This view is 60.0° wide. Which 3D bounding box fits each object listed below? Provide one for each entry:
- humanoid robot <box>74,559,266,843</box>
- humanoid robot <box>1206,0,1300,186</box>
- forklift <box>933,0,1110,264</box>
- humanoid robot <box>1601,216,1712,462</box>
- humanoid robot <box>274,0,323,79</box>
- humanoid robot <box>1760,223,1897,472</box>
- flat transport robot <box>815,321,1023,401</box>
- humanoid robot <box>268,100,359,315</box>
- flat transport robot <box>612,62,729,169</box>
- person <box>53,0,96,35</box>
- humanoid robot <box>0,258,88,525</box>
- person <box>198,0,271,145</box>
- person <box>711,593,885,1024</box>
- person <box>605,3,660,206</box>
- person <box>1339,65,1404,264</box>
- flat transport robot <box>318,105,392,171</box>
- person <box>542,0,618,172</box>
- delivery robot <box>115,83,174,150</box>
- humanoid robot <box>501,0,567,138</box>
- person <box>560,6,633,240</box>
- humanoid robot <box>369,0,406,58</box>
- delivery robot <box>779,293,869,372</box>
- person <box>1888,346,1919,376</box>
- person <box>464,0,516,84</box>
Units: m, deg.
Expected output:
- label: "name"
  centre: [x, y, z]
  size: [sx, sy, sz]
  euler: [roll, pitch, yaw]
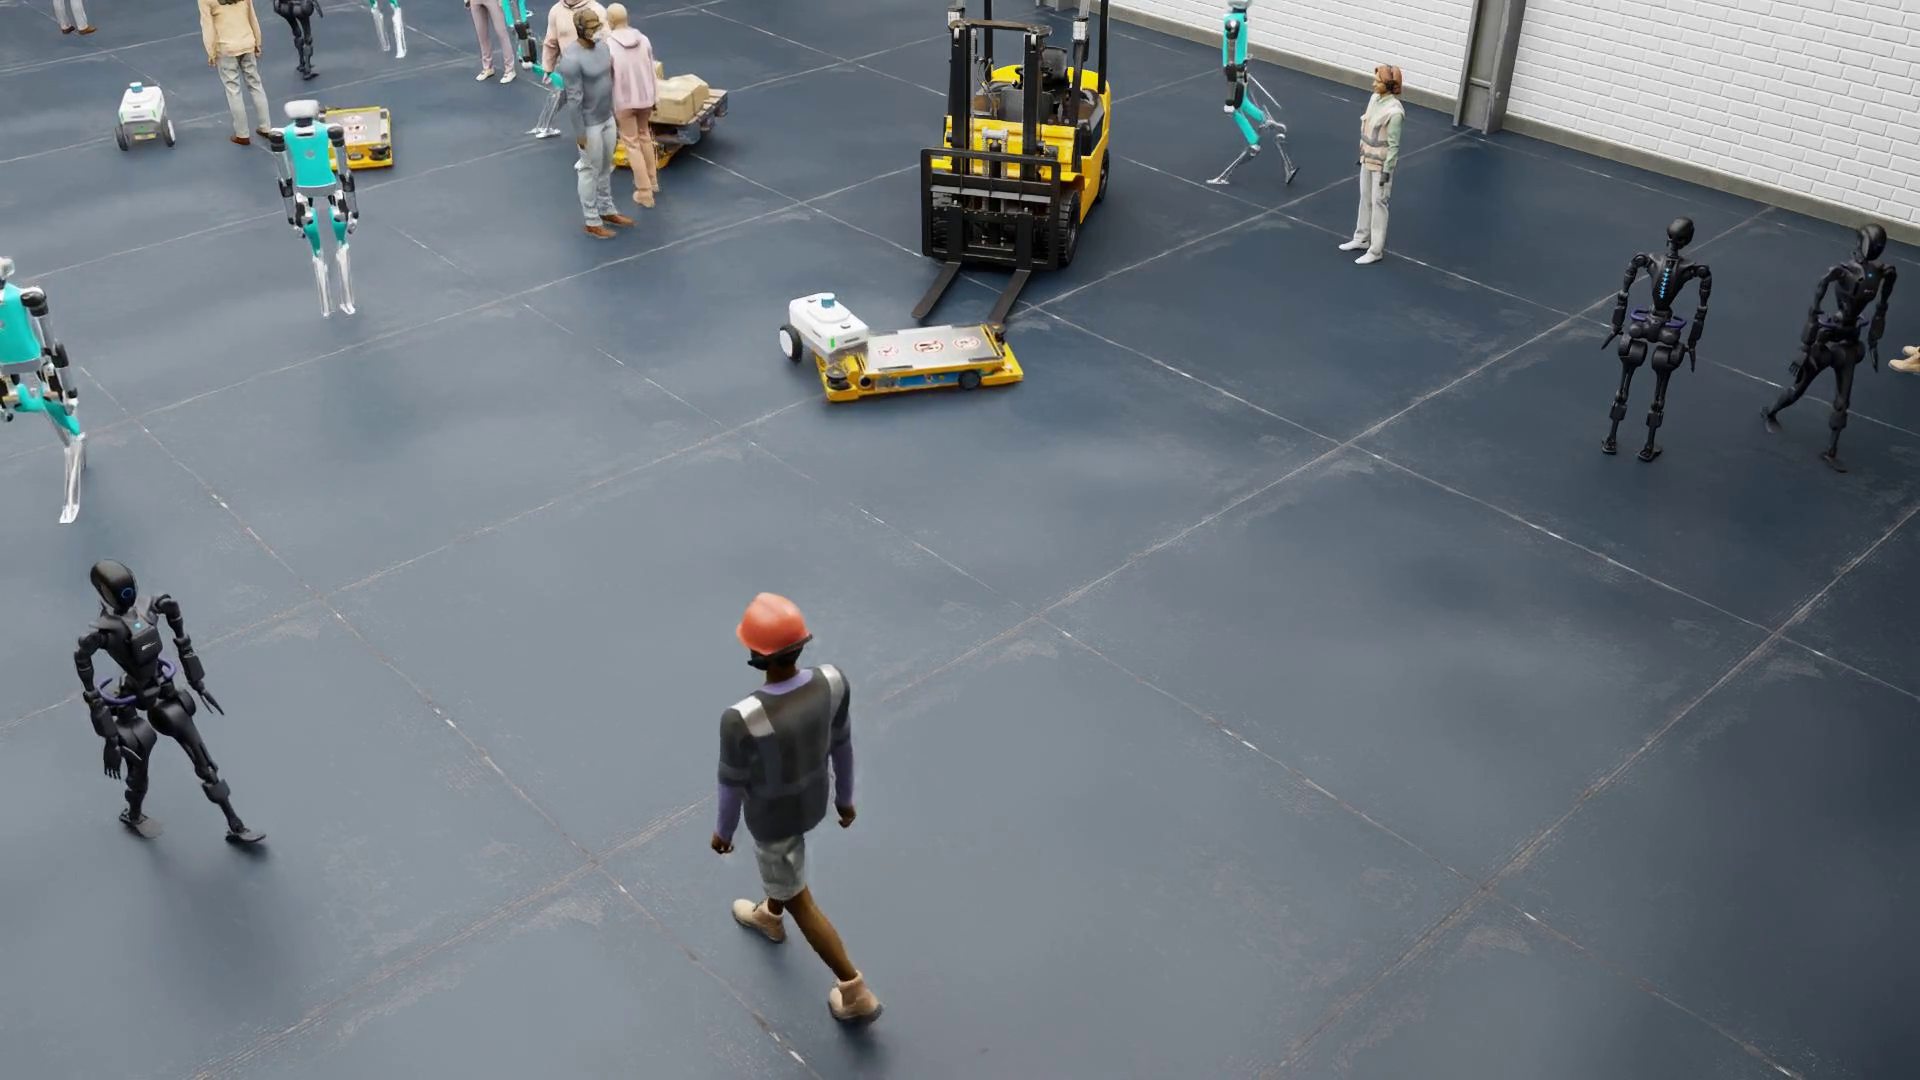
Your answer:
- label: "humanoid robot"
  centre: [-3.760, 0.777, 7.723]
  size: [0.784, 1.626, 0.590]
  euler: [17, 37, 24]
- label: "humanoid robot"
  centre: [2.774, -4.011, 15.012]
  size: [0.947, 1.768, 0.548]
  euler: [9, 34, 13]
- label: "forklift"
  centre: [0.570, -3.725, 14.138]
  size: [1.214, 2.155, 2.313]
  euler: [9, 34, 13]
- label: "humanoid robot"
  centre: [4.541, -1.327, 10.908]
  size: [0.599, 1.657, 0.315]
  euler: [17, 37, 25]
- label: "humanoid robot"
  centre: [-7.127, -5.813, 17.822]
  size: [0.597, 1.641, 0.484]
  euler: [9, 34, 13]
- label: "humanoid robot"
  centre: [5.765, -1.321, 10.959]
  size: [0.589, 1.631, 0.786]
  euler: [-5, 33, -7]
- label: "flat transport robot"
  centre: [-0.306, -1.309, 12.185]
  size: [1.431, 0.231, 0.659]
  euler: [-7, 34, -10]
- label: "humanoid robot"
  centre: [-4.884, -2.525, 12.781]
  size: [0.530, 1.865, 0.656]
  euler: [-10, 34, -15]
- label: "flat transport robot"
  centre: [-2.987, -3.985, 16.299]
  size: [0.659, 0.231, 1.431]
  euler: [7, 34, 11]
- label: "person"
  centre: [-10.362, -6.645, 19.125]
  size: [0.474, 1.641, 0.339]
  euler: [1, 33, 2]
- label: "humanoid robot"
  centre: [-5.775, -1.062, 10.480]
  size: [0.535, 1.785, 0.926]
  euler: [-6, 34, -10]
- label: "person"
  centre: [-6.977, -4.753, 16.018]
  size: [0.409, 1.868, 0.569]
  euler: [23, 39, 31]
- label: "person"
  centre: [-0.672, 1.111, 6.886]
  size: [1.007, 2.003, 0.605]
  euler: [26, 41, 34]
- label: "person"
  centre: [-2.946, -3.860, 14.734]
  size: [0.540, 1.756, 0.575]
  euler: [-26, 41, -34]
- label: "person"
  centre: [3.421, -3.087, 13.658]
  size: [0.304, 1.640, 0.521]
  euler: [-7, 34, -11]
- label: "flat transport robot"
  centre: [-5.897, -3.932, 16.217]
  size: [0.659, 0.231, 1.431]
  euler: [-9, 34, -14]
- label: "person"
  centre: [-3.470, -4.358, 15.419]
  size: [0.814, 1.856, 0.437]
  euler: [6, 33, 9]
- label: "delivery robot"
  centre: [-8.017, -4.174, 16.325]
  size: [0.499, 0.594, 0.769]
  euler: [-10, 34, -15]
- label: "humanoid robot"
  centre: [-4.056, -4.757, 16.151]
  size: [0.678, 1.813, 0.533]
  euler: [-11, 35, -17]
- label: "person"
  centre: [-3.092, -3.534, 14.076]
  size: [0.355, 1.936, 0.634]
  euler: [11, 35, 16]
- label: "humanoid robot"
  centre: [-6.484, -6.257, 18.490]
  size: [0.531, 1.819, 0.774]
  euler: [-4, 33, -6]
- label: "delivery robot"
  centre: [-0.978, -1.533, 12.279]
  size: [0.499, 0.608, 0.790]
  euler: [-19, 37, -26]
- label: "person"
  centre: [7.097, -2.004, 11.943]
  size: [0.539, 1.694, 0.317]
  euler: [-28, 42, -36]
- label: "person"
  centre: [-5.045, -5.738, 17.627]
  size: [0.525, 1.760, 0.337]
  euler: [11, 35, 17]
